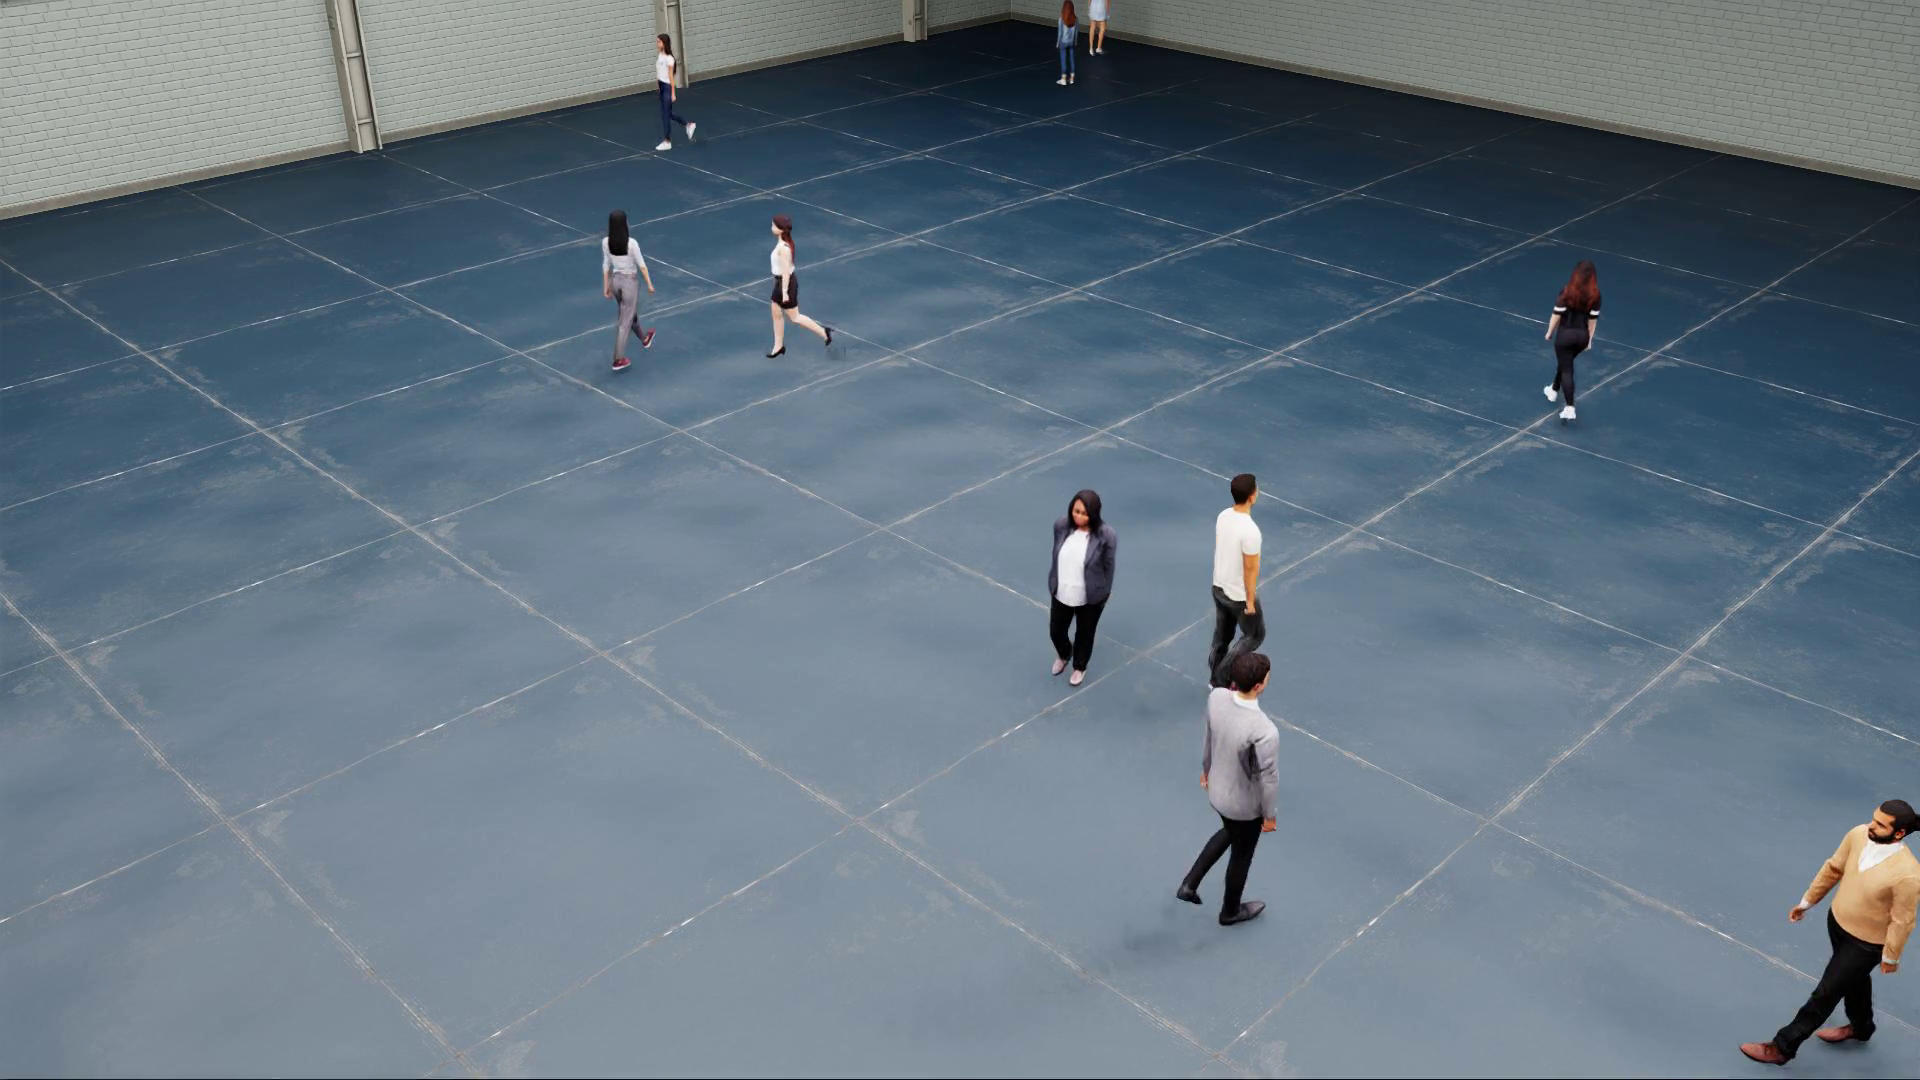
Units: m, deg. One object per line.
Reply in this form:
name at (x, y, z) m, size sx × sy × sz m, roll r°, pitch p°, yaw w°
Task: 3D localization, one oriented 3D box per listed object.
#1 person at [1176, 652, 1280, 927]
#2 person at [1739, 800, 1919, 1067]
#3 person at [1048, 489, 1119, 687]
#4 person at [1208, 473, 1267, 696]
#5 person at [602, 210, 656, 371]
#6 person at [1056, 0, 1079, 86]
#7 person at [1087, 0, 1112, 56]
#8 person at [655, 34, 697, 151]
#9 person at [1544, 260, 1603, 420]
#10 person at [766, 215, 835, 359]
person at (1.565, 1.515, 9.818) m, size 0.935 × 1.916 × 0.863 m, roll -14°, pitch 31°, yaw -25°
person at (4.899, 2.107, 8.925) m, size 1.197 × 1.712 × 1.095 m, roll -2°, pitch 28°, yaw -3°
person at (0.920, 0.330, 12.395) m, size 0.776 × 1.586 × 0.797 m, roll 11°, pitch 30°, yaw 19°
person at (1.917, 0.378, 12.086) m, size 0.763 × 1.791 × 0.755 m, roll -12°, pitch 30°, yaw -21°
person at (-3.649, -2.647, 17.891) m, size 0.922 × 1.673 × 1.230 m, roll 12°, pitch 30°, yaw 21°
person at (1.933, -8.967, 29.970) m, size 0.533 × 1.476 × 0.681 m, roll -13°, pitch 31°, yaw -24°
person at (2.688, -10.246, 32.111) m, size 0.763 × 1.720 × 0.835 m, roll 8°, pitch 29°, yaw 14°
person at (-4.489, -6.998, 25.976) m, size 1.029 × 1.755 × 0.723 m, roll -18°, pitch 33°, yaw -30°
person at (6.160, -1.985, 16.728) m, size 1.094 × 1.599 × 1.111 m, roll -2°, pitch 28°, yaw -3°
person at (-1.802, -2.730, 18.096) m, size 1.053 × 1.628 × 0.928 m, roll -3°, pitch 28°, yaw -6°
